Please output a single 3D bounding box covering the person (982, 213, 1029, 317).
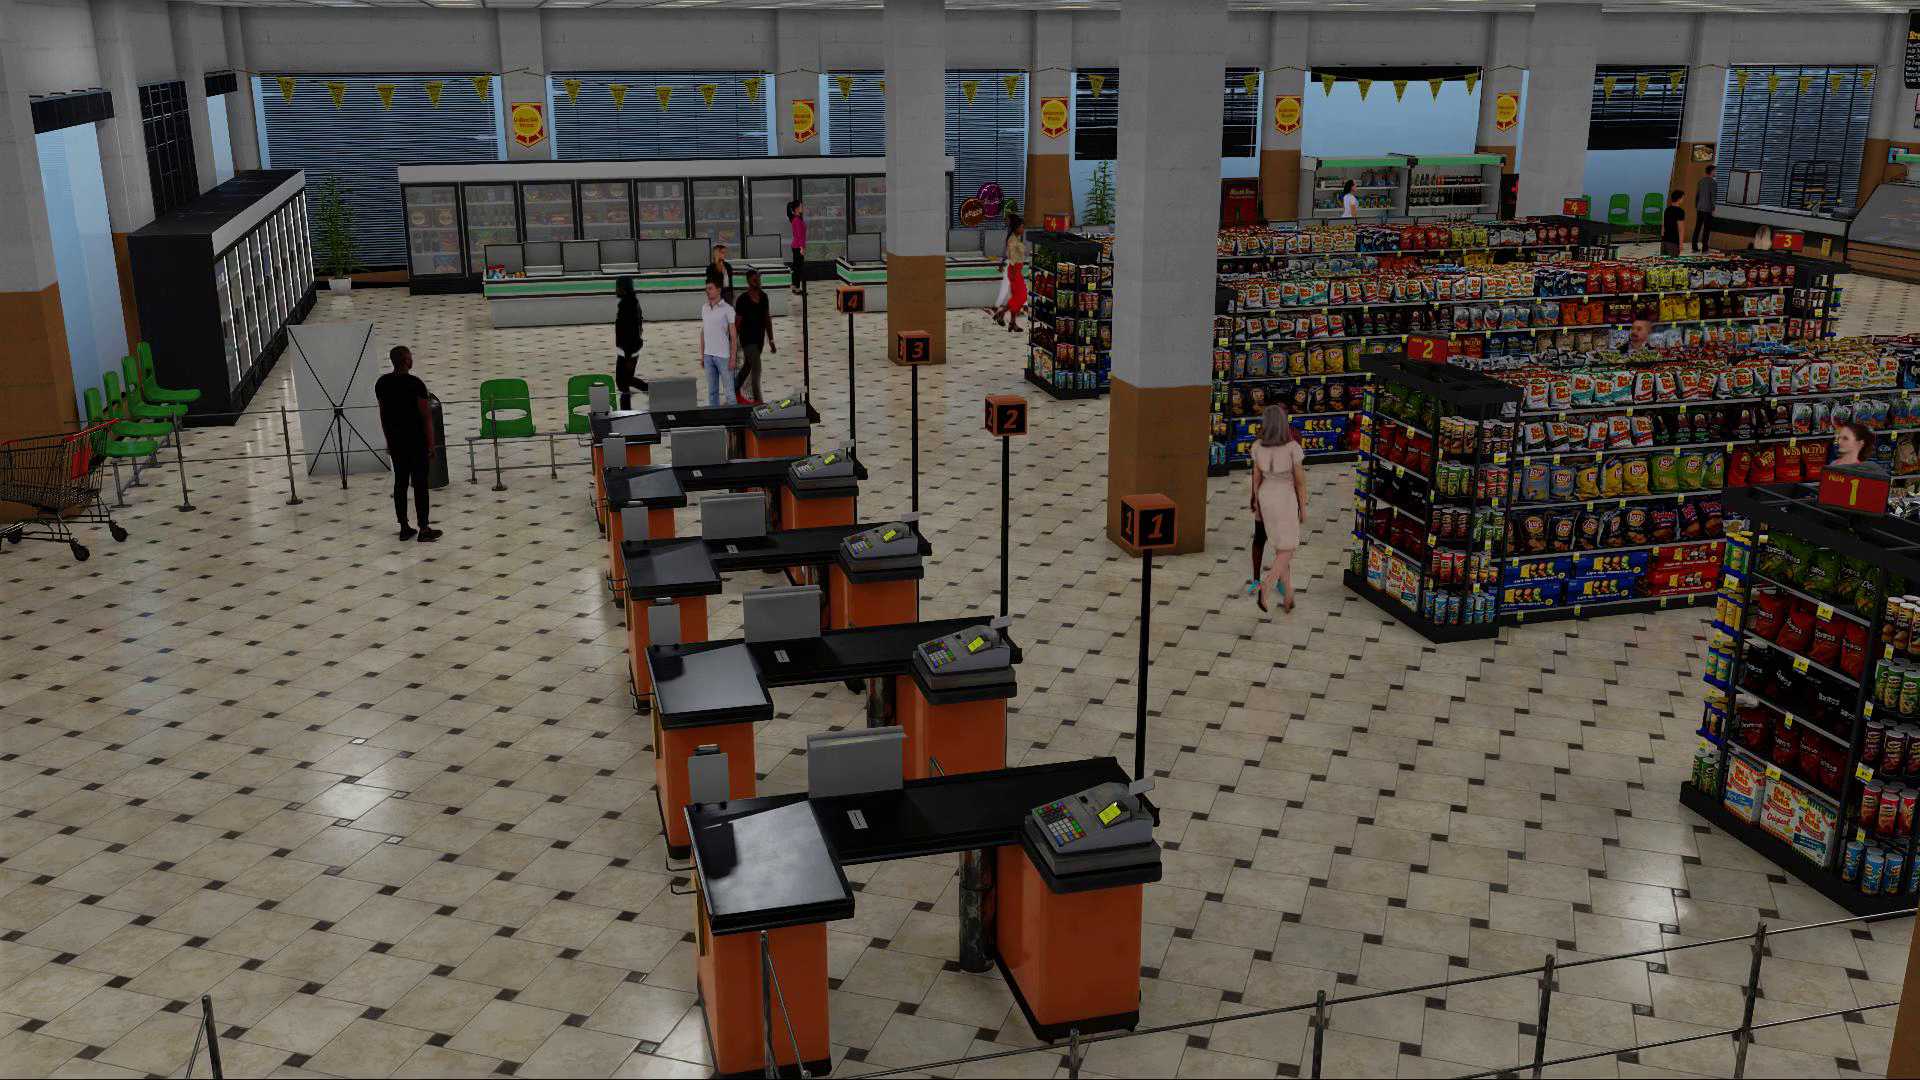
[{"bbox_3d":[0.964,-4.532,27.581,1.068,1.686,0.621,-5,17,-15],"label":"person"}]

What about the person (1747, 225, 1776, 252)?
[{"bbox_3d":[12.553,-4.106,26.182,0.659,1.685,0.756,6,18,18],"label":"person"}]

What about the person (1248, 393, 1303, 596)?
[{"bbox_3d":[2.634,-0.389,13.872,0.584,1.724,0.691,1,17,4],"label":"person"}]

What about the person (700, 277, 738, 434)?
[{"bbox_3d":[-2.819,-2.152,19.462,0.728,1.850,0.772,11,20,32],"label":"person"}]

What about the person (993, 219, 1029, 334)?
[{"bbox_3d":[0.771,-4.135,26.113,0.862,1.780,0.729,1,17,4],"label":"person"}]

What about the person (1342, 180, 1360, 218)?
[{"bbox_3d":[7.657,-6.177,32.773,0.714,1.818,0.692,-4,17,-11],"label":"person"}]

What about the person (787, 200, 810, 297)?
[{"bbox_3d":[-2.933,-5.269,29.987,0.553,1.699,0.569,-5,17,-15],"label":"person"}]

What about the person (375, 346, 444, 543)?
[{"bbox_3d":[-5.107,-0.893,15.370,0.667,1.819,0.803,4,17,14],"label":"person"}]

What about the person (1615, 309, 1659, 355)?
[{"bbox_3d":[6.762,-1.331,16.646,1.312,1.915,0.956,-10,20,-30],"label":"person"}]

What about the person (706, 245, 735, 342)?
[{"bbox_3d":[-3.451,-3.409,23.915,0.735,1.668,0.625,16,23,42],"label":"person"}]

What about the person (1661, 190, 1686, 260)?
[{"bbox_3d":[12.924,-5.428,30.233,0.540,1.861,0.672,-4,17,-14],"label":"person"}]

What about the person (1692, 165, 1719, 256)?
[{"bbox_3d":[16.018,-7.101,35.724,0.626,1.872,0.696,-6,18,-20],"label":"person"}]

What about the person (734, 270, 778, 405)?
[{"bbox_3d":[-2.635,-2.454,20.628,1.159,1.751,1.152,10,19,29],"label":"person"}]

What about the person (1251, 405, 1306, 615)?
[{"bbox_3d":[2.495,-0.188,13.252,0.987,1.700,1.076,13,21,37],"label":"person"}]
